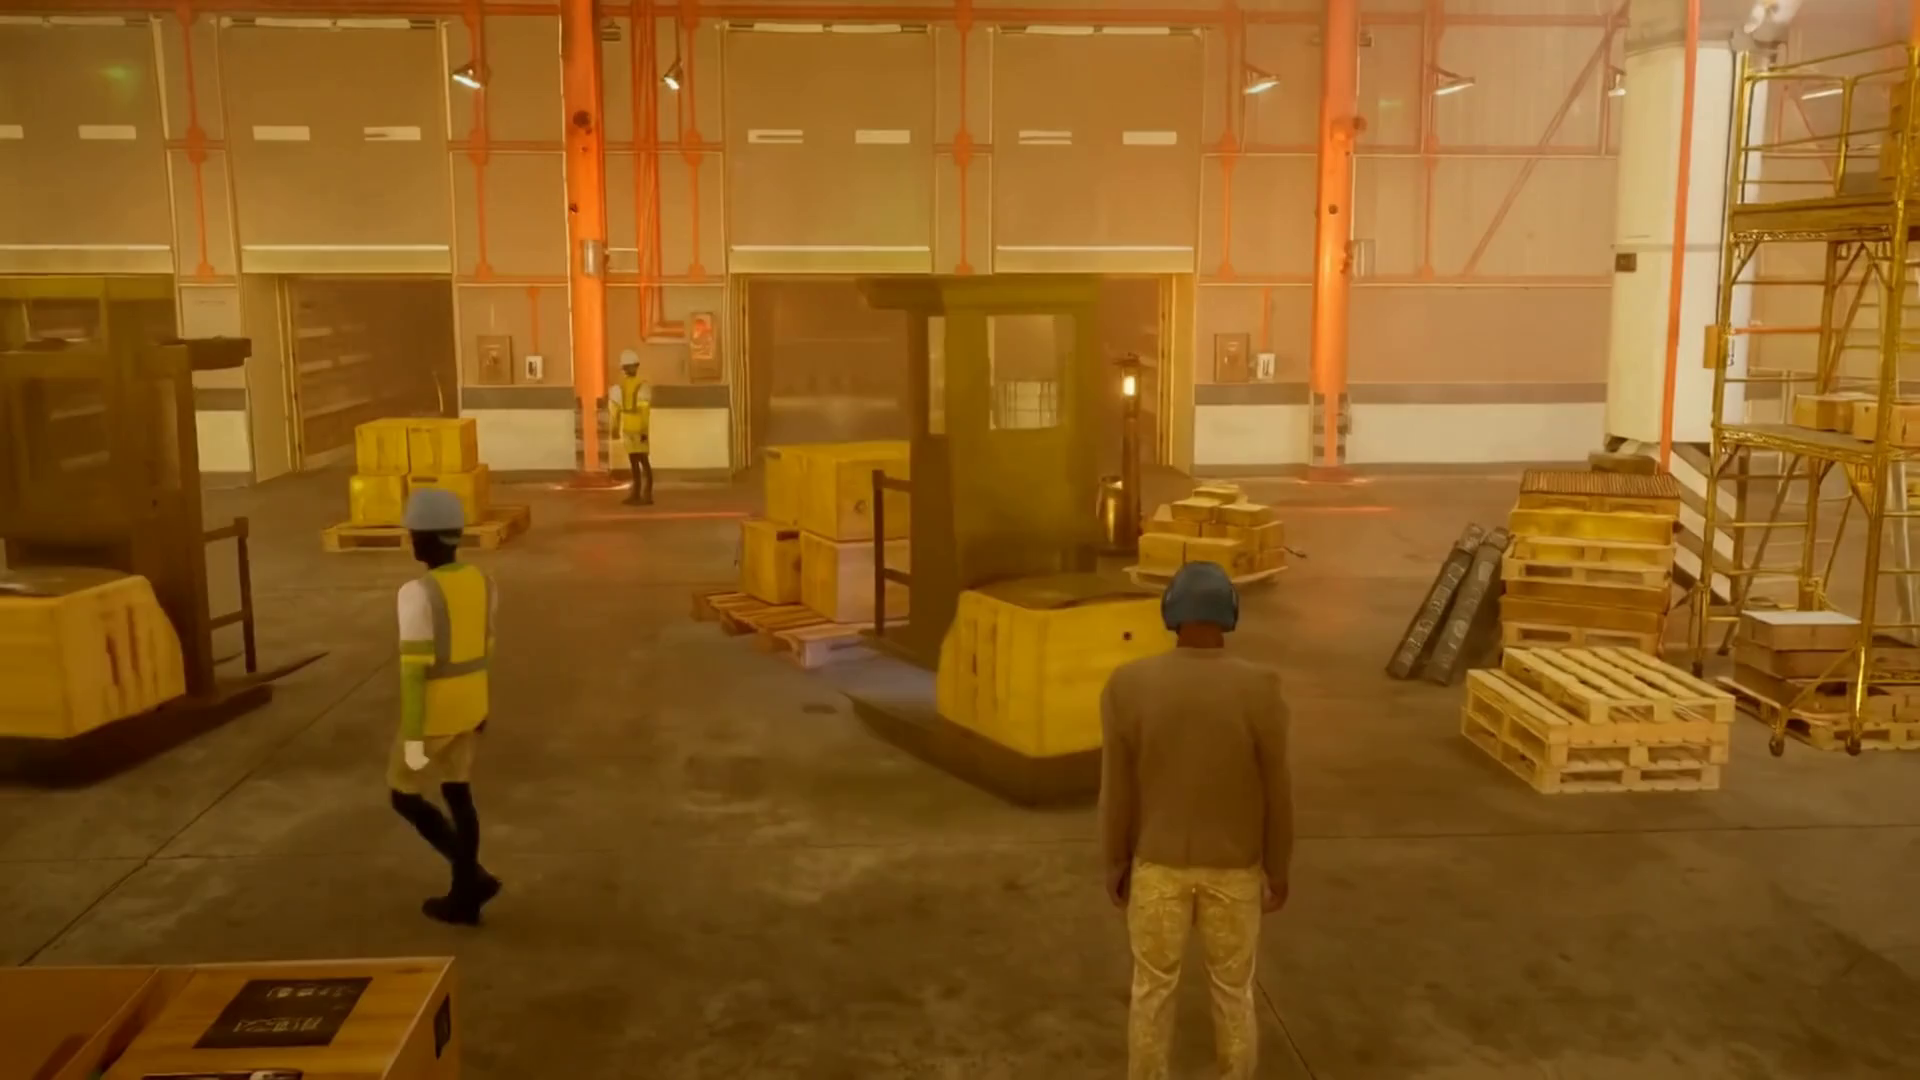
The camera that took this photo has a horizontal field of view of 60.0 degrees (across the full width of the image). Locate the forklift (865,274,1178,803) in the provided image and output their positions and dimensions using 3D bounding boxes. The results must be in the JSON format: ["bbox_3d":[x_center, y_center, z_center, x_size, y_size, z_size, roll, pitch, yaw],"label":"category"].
[{"bbox_3d":[0.370,-0.117,9.482,1.129,2.768,1.873,-5,10,-30],"label":"forklift"}]

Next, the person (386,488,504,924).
[{"bbox_3d":[-2.211,0.733,7.143,0.427,1.918,0.562,4,10,22],"label":"person"}]

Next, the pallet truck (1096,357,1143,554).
[{"bbox_3d":[2.088,-0.836,16.757,1.885,1.965,0.823,2,9,13],"label":"pallet truck"}]

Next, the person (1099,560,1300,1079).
[{"bbox_3d":[0.751,1.024,5.290,0.629,1.931,0.356,1,9,5],"label":"person"}]

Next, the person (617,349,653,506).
[{"bbox_3d":[-3.991,-1.375,20.365,0.389,1.930,0.544,-8,12,-42],"label":"person"}]

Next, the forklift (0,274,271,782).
[{"bbox_3d":[-5.187,-0.167,9.797,1.129,2.768,1.873,1,9,9],"label":"forklift"}]
